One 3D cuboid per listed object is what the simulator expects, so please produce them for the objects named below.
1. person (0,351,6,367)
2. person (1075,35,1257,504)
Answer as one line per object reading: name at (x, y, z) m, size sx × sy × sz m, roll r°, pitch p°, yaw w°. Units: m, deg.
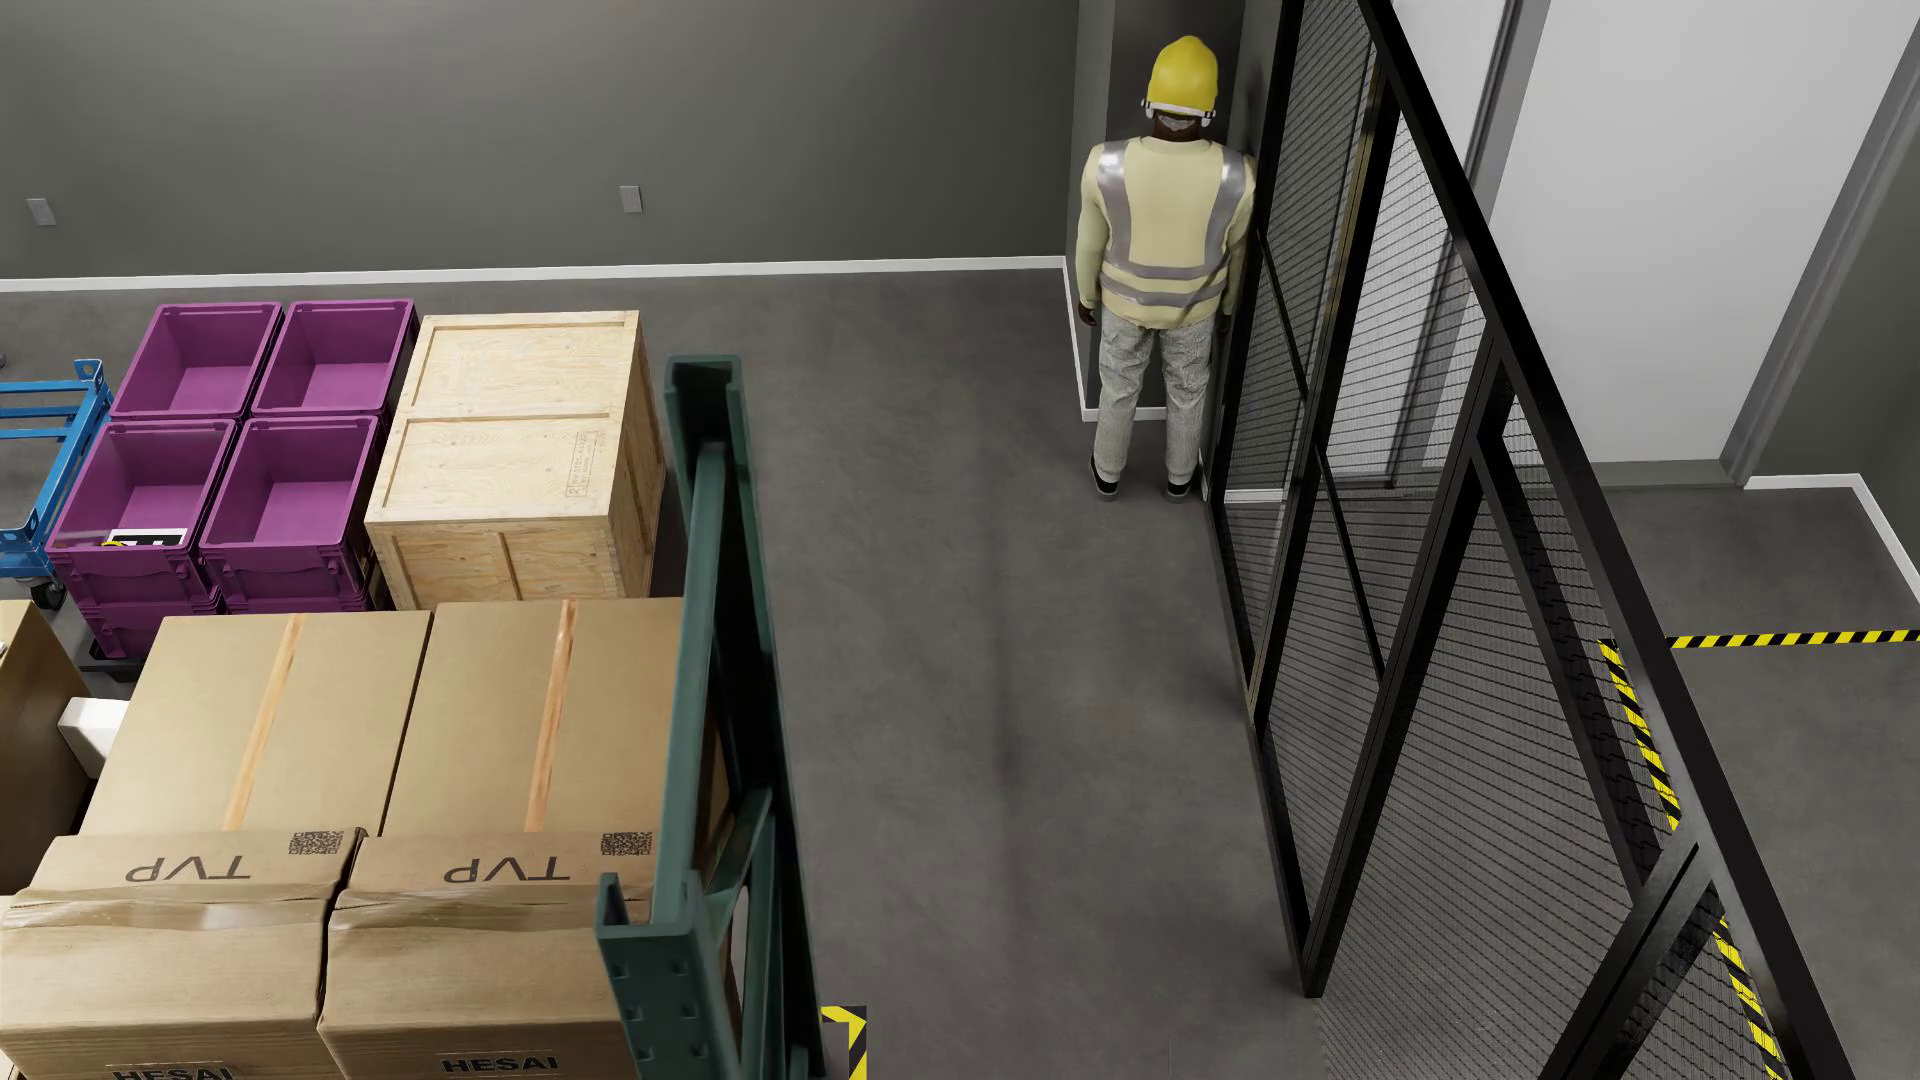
person at (-4.034, -1.264, 5.963) m, size 0.367 × 1.939 × 0.634 m, roll -3°, pitch 46°, yaw -3°
person at (0.682, -0.854, 5.644) m, size 0.591 × 1.833 × 0.403 m, roll 4°, pitch 46°, yaw 4°
